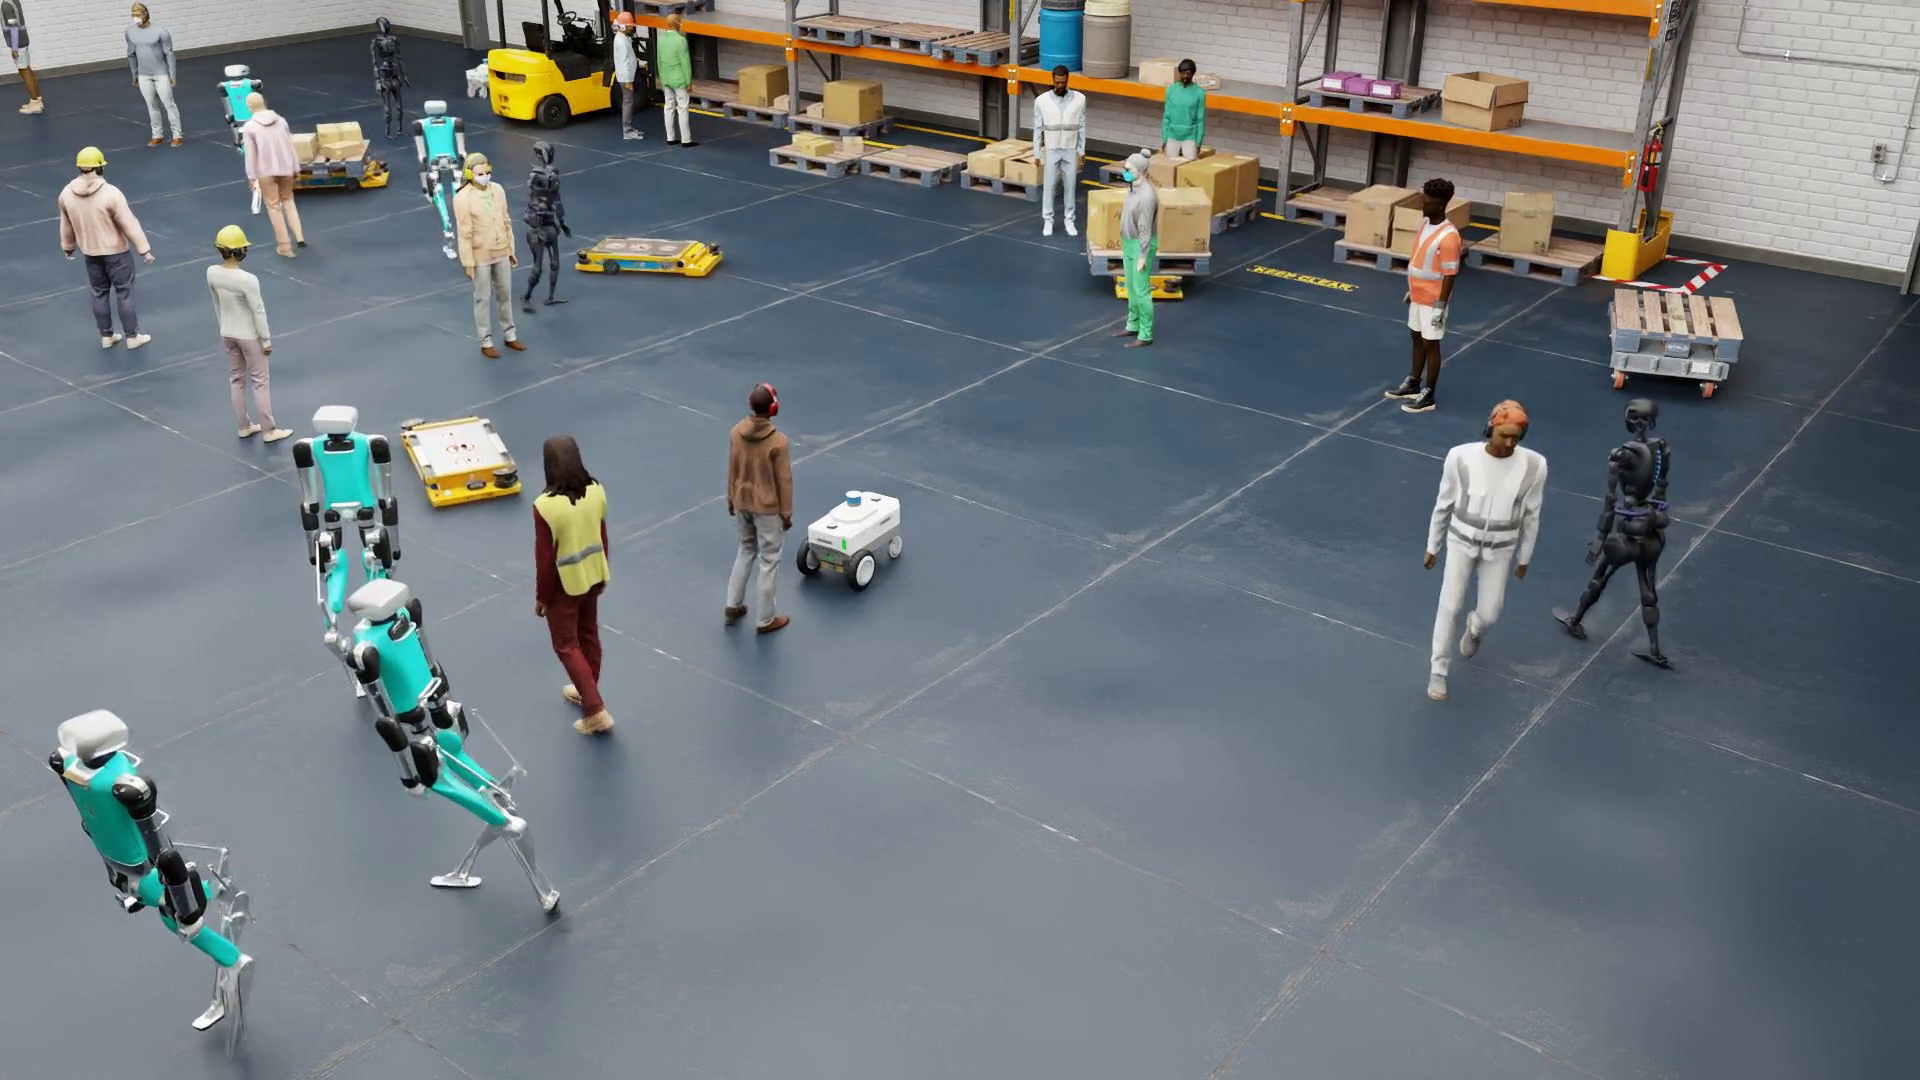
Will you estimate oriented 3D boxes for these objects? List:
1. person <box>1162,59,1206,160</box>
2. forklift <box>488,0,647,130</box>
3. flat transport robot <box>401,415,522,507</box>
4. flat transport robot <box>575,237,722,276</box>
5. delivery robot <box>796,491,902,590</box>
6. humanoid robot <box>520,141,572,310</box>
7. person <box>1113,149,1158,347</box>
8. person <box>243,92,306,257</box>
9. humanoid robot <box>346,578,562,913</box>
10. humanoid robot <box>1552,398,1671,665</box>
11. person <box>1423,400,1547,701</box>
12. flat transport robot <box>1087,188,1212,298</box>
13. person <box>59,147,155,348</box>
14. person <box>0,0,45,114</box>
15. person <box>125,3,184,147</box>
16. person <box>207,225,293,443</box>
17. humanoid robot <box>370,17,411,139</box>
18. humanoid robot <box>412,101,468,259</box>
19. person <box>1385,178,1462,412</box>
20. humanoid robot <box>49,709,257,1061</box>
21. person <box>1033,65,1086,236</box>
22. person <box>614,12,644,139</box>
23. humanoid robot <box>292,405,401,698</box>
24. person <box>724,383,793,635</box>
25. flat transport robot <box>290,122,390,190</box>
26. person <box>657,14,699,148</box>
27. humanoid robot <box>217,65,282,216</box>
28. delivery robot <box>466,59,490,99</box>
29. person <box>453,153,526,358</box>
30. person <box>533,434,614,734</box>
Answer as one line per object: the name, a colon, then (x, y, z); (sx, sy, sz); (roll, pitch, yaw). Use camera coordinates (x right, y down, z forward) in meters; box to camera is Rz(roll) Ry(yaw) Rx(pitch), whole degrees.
person: (2.620, -4.706, 19.511); (0.502, 1.843, 0.395); (9, 27, 18)
forklift: (-5.874, -7.334, 24.552); (1.214, 2.155, 2.313); (19, 32, 34)
flat transport robot: (-3.886, -0.641, 12.898); (0.659, 0.231, 1.431); (-12, 28, -23)
flat transport robot: (-3.340, -3.040, 17.867); (1.431, 0.231, 0.659); (4, 26, 8)
delivery robot: (-0.733, -0.021, 11.308); (0.499, 0.614, 0.791); (15, 30, 28)
humanoid robot: (-4.141, -3.105, 16.387); (0.458, 1.648, 0.614); (9, 27, 17)
person: (1.640, -2.704, 15.377); (0.337, 1.836, 0.511); (-7, 27, -14)
person: (-7.439, -3.961, 18.056); (0.460, 1.756, 0.585); (23, 34, 39)
humanoid robot: (-2.247, 1.026, 7.808); (0.963, 1.782, 0.572); (5, 26, 9)
humanoid robot: (4.094, -0.062, 10.131); (0.610, 1.610, 0.779); (-15, 29, -28)
person: (3.033, 0.014, 9.706); (0.608, 1.865, 0.576); (8, 27, 15)
flat transport robot: (1.940, -2.812, 17.395); (0.659, 0.231, 1.431); (0, 26, 1)
person: (-7.845, -2.657, 15.253); (0.821, 1.855, 0.431); (1, 26, 3)
person: (-14.174, -7.446, 24.954); (0.378, 2.041, 0.615); (-8, 27, -15)
person: (-11.089, -6.390, 22.885); (0.634, 1.937, 0.355); (1, 26, 2)
person: (-5.679, -1.632, 13.240); (0.518, 1.759, 0.327); (11, 28, 22)
humanoid robot: (-8.031, -6.509, 23.429); (0.325, 1.654, 0.588); (12, 28, 23)
humanoid robot: (-5.395, -3.695, 17.558); (0.535, 1.742, 1.028); (-10, 28, -20)
person: (3.892, -2.038, 13.841); (0.371, 1.966, 0.601); (-4, 26, -8)
humanoid robot: (-3.220, 1.421, 6.999); (0.539, 1.830, 0.784); (14, 29, 27)
person: (1.124, -4.409, 18.821); (0.598, 1.909, 0.401); (-3, 26, -7)
person: (-4.671, -6.539, 23.423); (0.350, 1.738, 0.572); (-5, 26, -11)
humanoid robot: (-3.490, 0.172, 9.557); (0.540, 1.800, 0.793); (-5, 26, -10)
person: (-1.260, -0.197, 10.415); (0.486, 1.626, 0.381); (13, 29, 25)
flat transport robot: (-8.028, -4.622, 21.143); (1.431, 0.231, 0.659); (-5, 26, -11)
person: (-3.910, -6.324, 22.927); (0.541, 1.782, 0.385); (16, 30, 30)
humanoid robot: (-8.362, -4.814, 19.884); (0.552, 1.781, 0.807); (0, 26, 0)
delivery robot: (-7.488, -7.353, 26.454); (0.499, 0.582, 0.773); (14, 29, 27)
person: (-4.295, -2.584, 15.094); (0.392, 1.869, 0.564); (20, 32, 35)
person: (-2.174, 0.245, 9.362); (0.538, 1.773, 0.490); (15, 30, 29)
